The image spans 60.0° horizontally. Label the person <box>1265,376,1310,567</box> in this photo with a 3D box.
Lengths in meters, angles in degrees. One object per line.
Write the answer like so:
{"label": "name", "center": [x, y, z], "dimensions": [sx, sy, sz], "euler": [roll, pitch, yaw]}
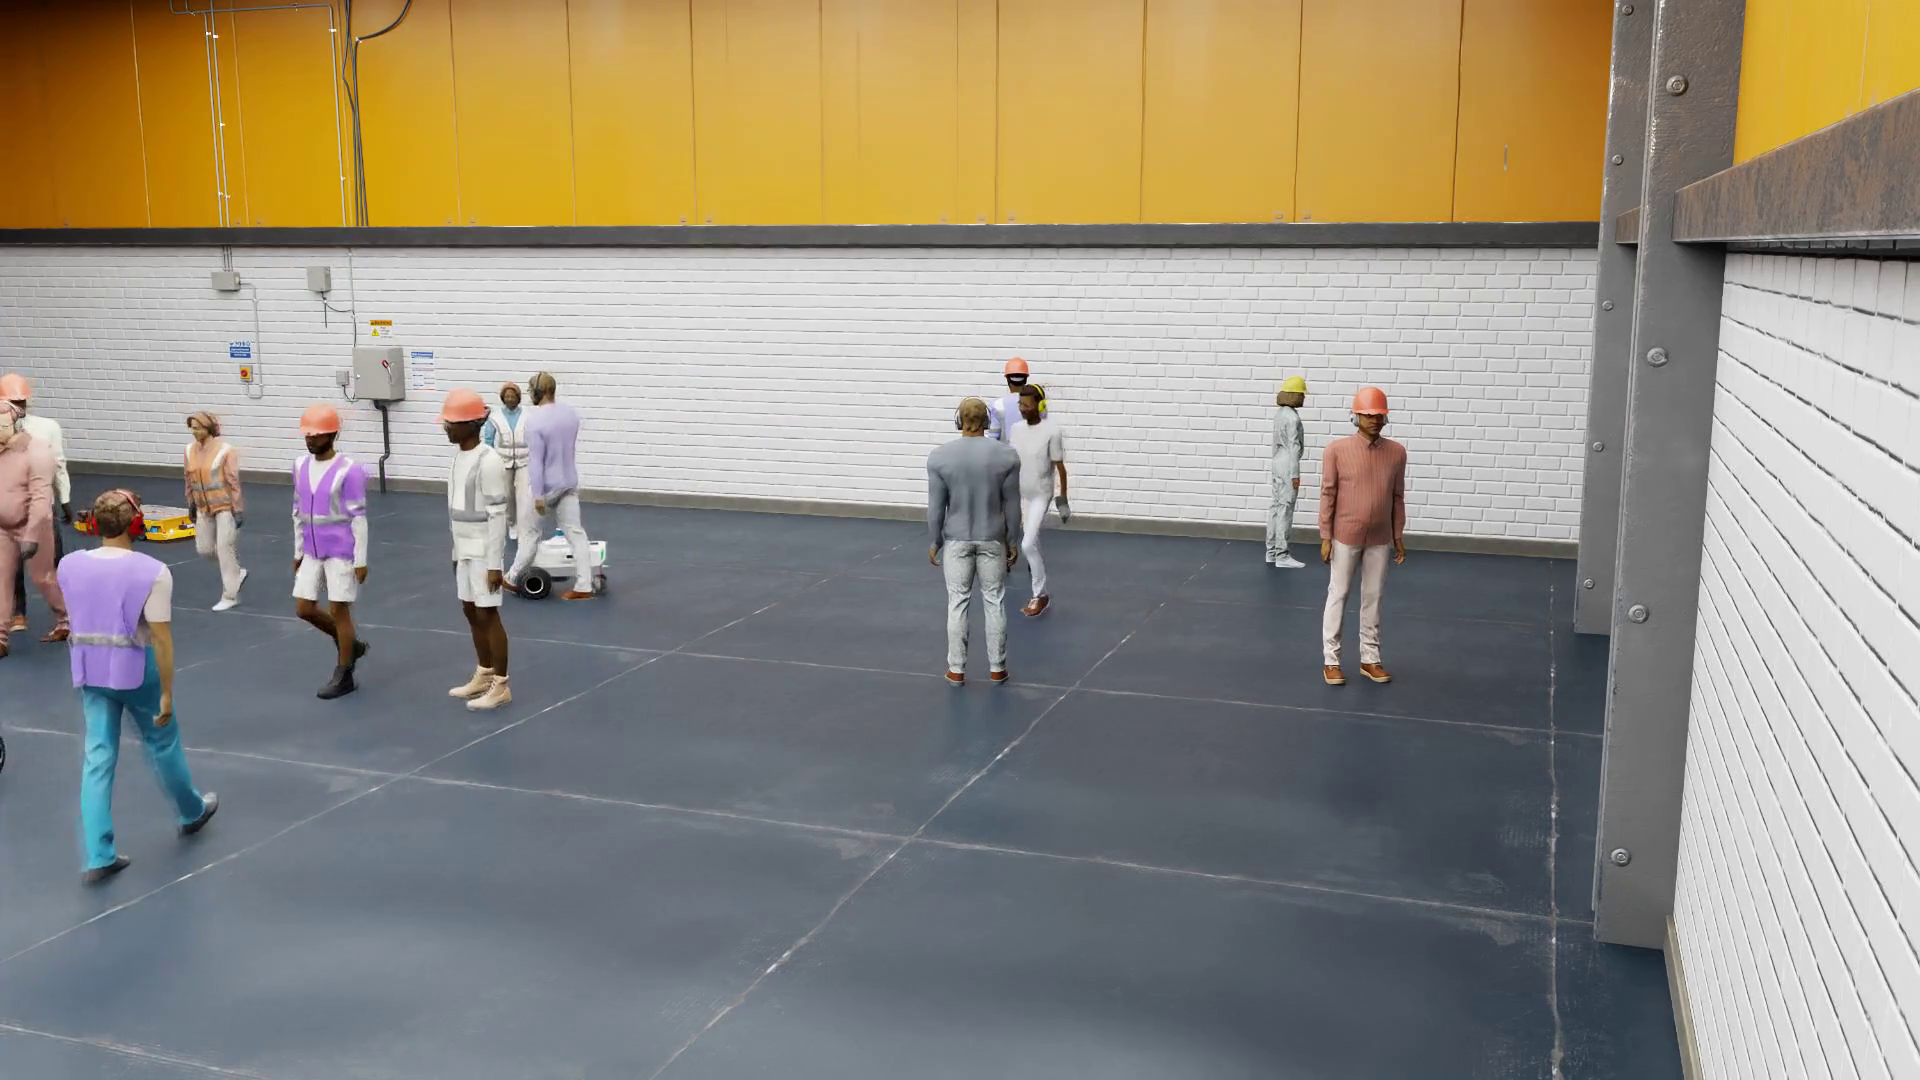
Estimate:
{"label": "person", "center": [3.004, -0.626, 15.188], "dimensions": [0.323, 1.741, 0.490], "euler": [-1, 10, -8]}

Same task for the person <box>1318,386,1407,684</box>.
{"label": "person", "center": [2.691, -0.029, 11.106], "dimensions": [0.611, 1.996, 0.378], "euler": [-2, 10, -10]}

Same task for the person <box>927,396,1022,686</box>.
{"label": "person", "center": [0.093, 0.016, 11.035], "dimensions": [0.627, 1.934, 0.372], "euler": [0, 10, -2]}

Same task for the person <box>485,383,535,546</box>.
{"label": "person", "center": [-4.371, -0.749, 16.269], "dimensions": [0.527, 1.603, 0.829], "euler": [-2, 10, -13]}

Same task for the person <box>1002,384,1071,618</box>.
{"label": "person", "center": [0.556, -0.312, 13.128], "dimensions": [0.574, 1.845, 0.531], "euler": [-9, 13, -41]}

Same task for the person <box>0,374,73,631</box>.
{"label": "person", "center": [-7.080, -0.279, 12.597], "dimensions": [0.625, 1.973, 0.471], "euler": [-8, 13, -37]}

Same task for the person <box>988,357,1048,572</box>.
{"label": "person", "center": [0.514, -0.668, 14.898], "dimensions": [0.542, 1.930, 0.366], "euler": [-1, 10, -3]}

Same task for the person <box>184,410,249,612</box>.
{"label": "person", "center": [-5.967, -0.255, 13.434], "dimensions": [0.553, 1.618, 0.484], "euler": [3, 11, 18]}

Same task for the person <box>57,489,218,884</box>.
{"label": "person", "center": [-3.923, 0.643, 7.907], "dimensions": [0.567, 1.789, 0.951], "euler": [1, 10, 4]}

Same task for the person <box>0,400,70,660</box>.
{"label": "person", "center": [-6.739, -0.090, 11.936], "dimensions": [0.669, 1.862, 0.838], "euler": [1, 10, 8]}

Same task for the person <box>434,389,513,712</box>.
{"label": "person", "center": [-3.078, 0.069, 10.491], "dimensions": [0.416, 2.033, 0.687], "euler": [-8, 13, -38]}

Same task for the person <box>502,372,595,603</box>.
{"label": "person", "center": [-3.435, -0.432, 13.678], "dimensions": [0.989, 1.893, 0.637], "euler": [6, 12, 30]}

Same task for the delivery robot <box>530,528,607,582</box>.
{"label": "delivery robot", "center": [-3.325, 0.142, 13.940], "dimensions": [0.707, 0.478, 0.477], "euler": [-2, 10, -11]}

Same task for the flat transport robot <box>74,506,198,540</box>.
{"label": "flat transport robot", "center": [-8.240, -0.191, 16.875], "dimensions": [1.431, 0.197, 0.652], "euler": [5, 11, 28]}

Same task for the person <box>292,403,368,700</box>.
{"label": "person", "center": [-4.071, 0.067, 10.769], "dimensions": [0.575, 1.923, 0.476], "euler": [4, 11, 21]}
